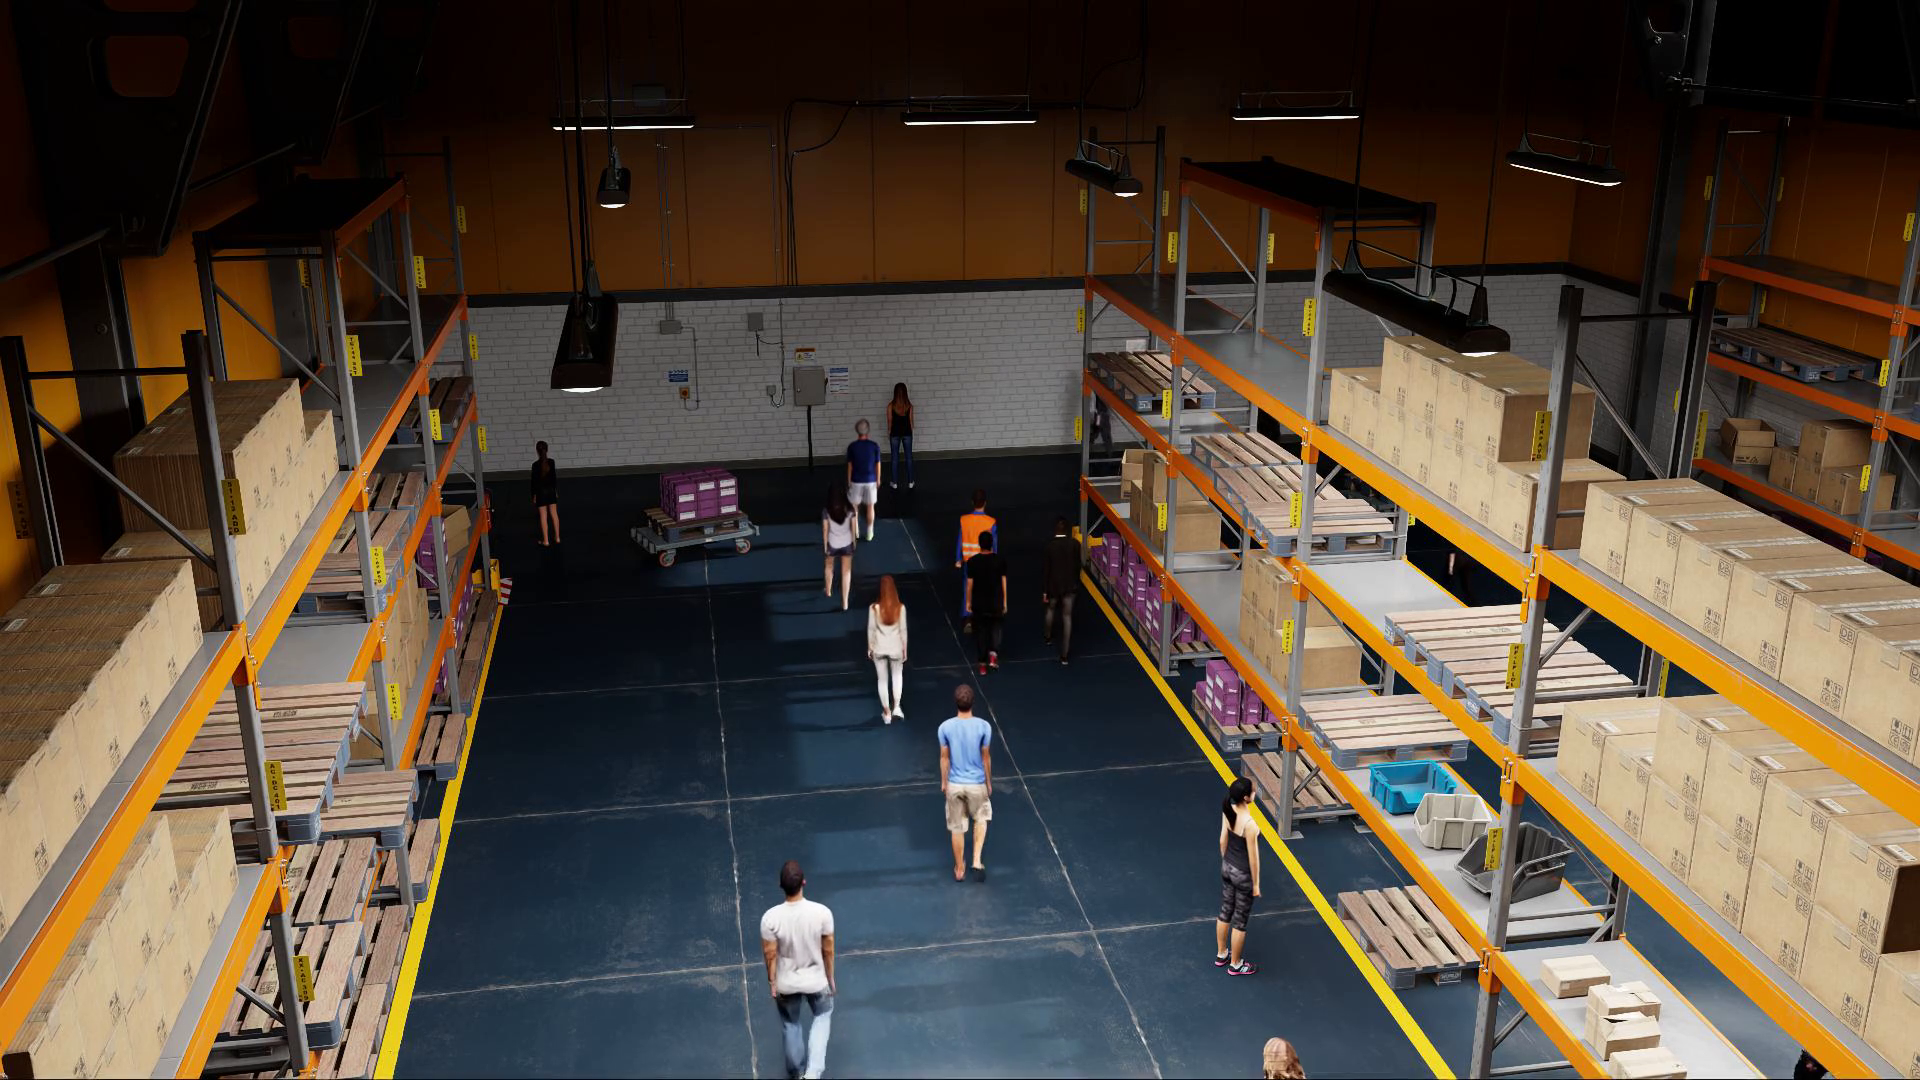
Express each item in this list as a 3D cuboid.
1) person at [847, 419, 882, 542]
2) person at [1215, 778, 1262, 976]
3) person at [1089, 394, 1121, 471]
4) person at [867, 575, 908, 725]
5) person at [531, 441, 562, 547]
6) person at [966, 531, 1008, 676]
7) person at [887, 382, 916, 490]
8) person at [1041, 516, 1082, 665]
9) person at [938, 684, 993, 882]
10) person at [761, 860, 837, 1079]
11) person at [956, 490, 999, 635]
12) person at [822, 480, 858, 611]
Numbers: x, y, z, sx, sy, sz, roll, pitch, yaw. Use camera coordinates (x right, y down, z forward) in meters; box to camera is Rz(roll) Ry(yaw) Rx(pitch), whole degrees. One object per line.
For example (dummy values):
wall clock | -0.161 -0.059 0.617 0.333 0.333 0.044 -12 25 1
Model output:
person | -1.392 -0.841 24.062 0.698 1.832 0.767 -1 19 -2
person | 2.271 2.734 13.607 0.704 1.729 0.583 -10 21 -28
person | 2.333 -2.043 27.792 1.017 1.730 1.051 3 19 9
person | -0.788 1.234 18.116 0.591 1.694 0.613 -2 19 -6
person | -5.992 -0.691 24.050 0.637 1.555 0.677 -15 24 -37
person | 0.324 0.768 19.419 0.688 1.746 0.684 0 19 0
person | -0.952 -1.686 26.743 0.596 1.721 0.509 -3 19 -7
person | 1.231 0.624 19.823 0.725 1.761 1.122 -1 19 -4
person | 0.056 2.228 14.928 0.721 1.846 0.756 1 19 3
person | -1.147 3.209 12.008 0.724 1.850 0.862 -1 19 -4
person | 0.194 0.308 20.626 0.972 1.848 1.130 5 19 15
person | -1.546 0.093 21.526 0.599 1.680 0.922 -3 19 -8
